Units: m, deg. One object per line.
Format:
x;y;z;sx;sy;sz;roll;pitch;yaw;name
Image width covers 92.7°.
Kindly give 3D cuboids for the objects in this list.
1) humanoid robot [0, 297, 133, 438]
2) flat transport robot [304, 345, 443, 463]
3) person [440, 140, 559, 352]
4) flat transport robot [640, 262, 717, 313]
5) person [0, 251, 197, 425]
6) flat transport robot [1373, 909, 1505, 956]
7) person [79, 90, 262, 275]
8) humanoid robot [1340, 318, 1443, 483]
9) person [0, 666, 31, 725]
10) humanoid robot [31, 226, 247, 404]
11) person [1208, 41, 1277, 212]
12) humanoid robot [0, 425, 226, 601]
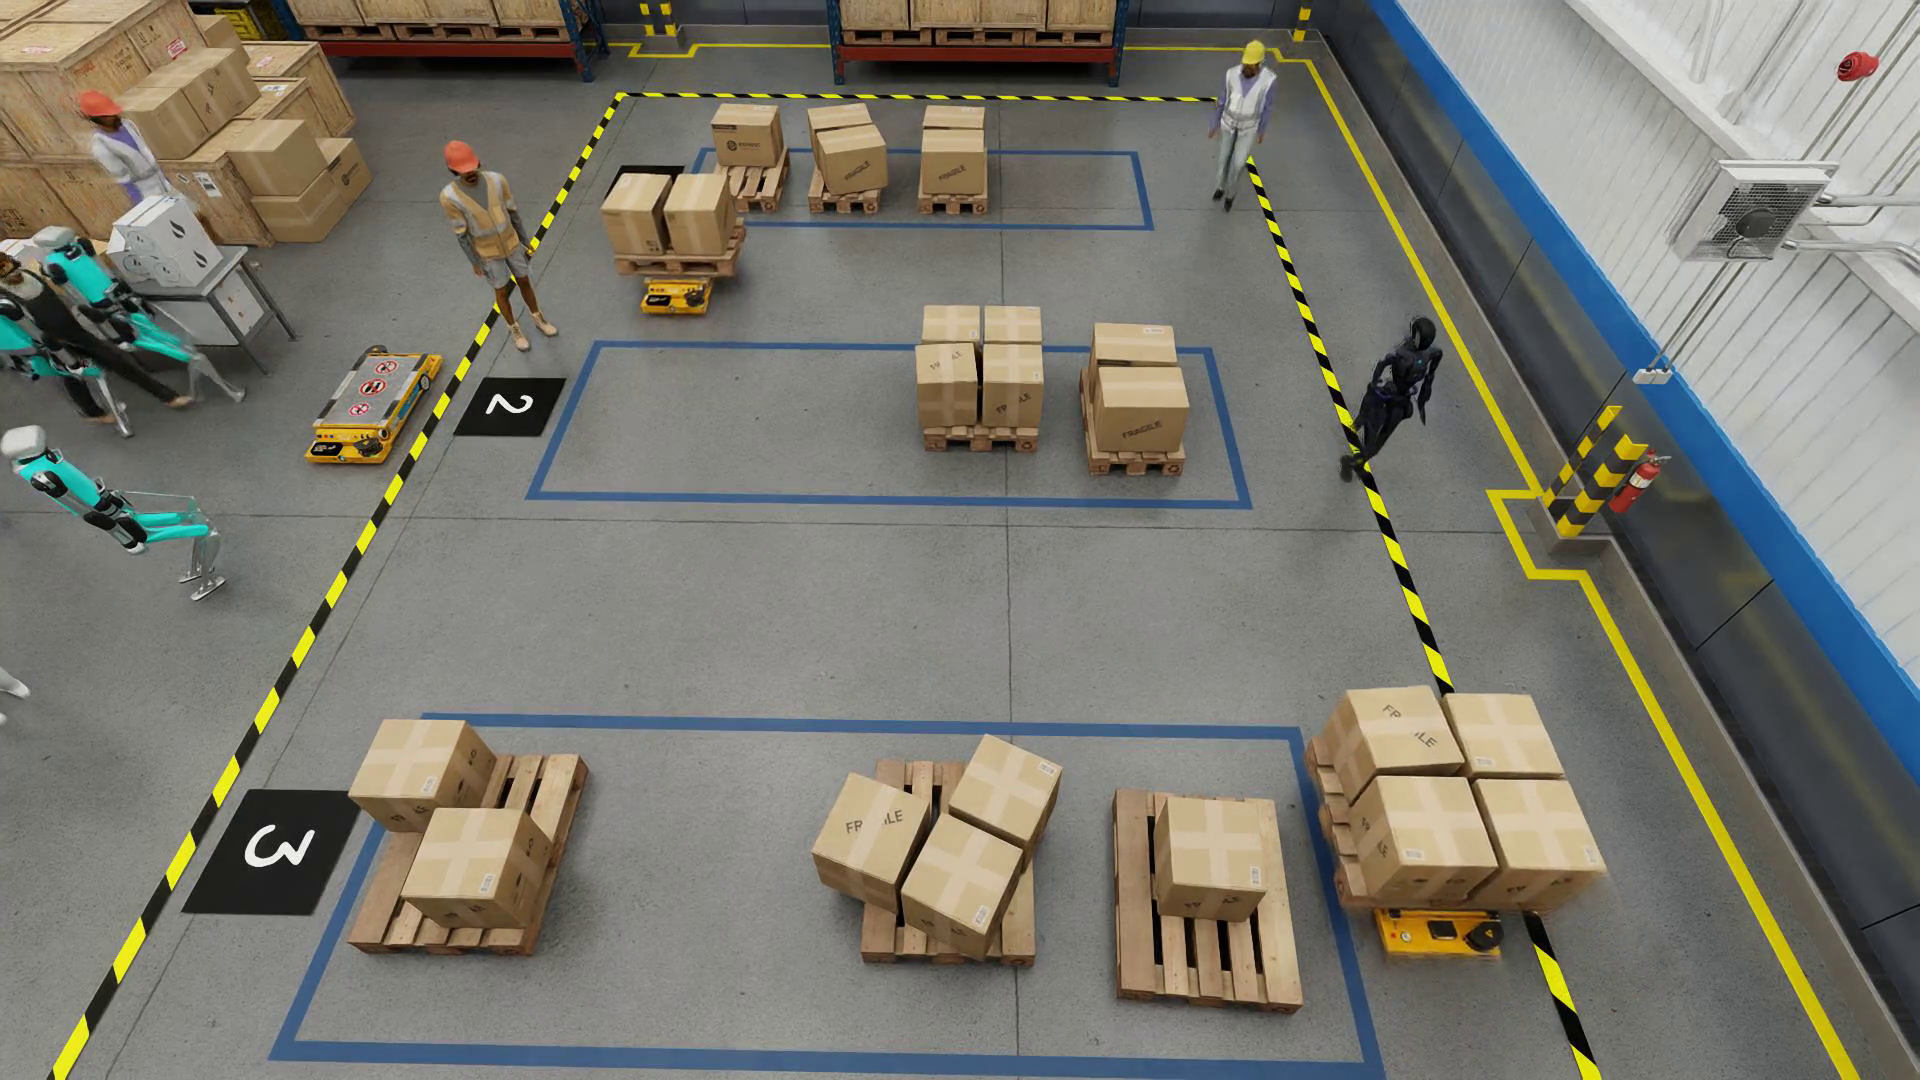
-7.656;-1.617;7.773;0.600;1.776;0.861;-3;50;-3;humanoid robot
-5.383;-1.269;8.441;0.659;0.231;1.431;1;50;1;flat transport robot
-4.264;-2.706;8.496;0.393;2.043;0.607;37;59;27;person
-2.942;-2.946;9.841;0.652;0.197;1.431;1;50;1;flat transport robot
-7.555;-1.686;7.803;0.966;1.779;0.505;3;50;2;person
2.845;1.842;5.790;0.652;0.197;1.431;1;50;1;flat transport robot
-7.946;-3.466;9.160;0.893;2.004;0.631;0;50;0;person
3.471;-1.082;7.362;0.601;1.649;0.375;-8;50;-6;humanoid robot
-6.837;0.598;5.813;0.310;1.868;0.528;6;50;5;person
-7.001;-1.895;8.028;0.960;1.792;0.545;0;50;0;humanoid robot
3.086;-4.588;10.238;0.619;1.808;0.636;20;53;16;person
-5.804;-0.238;6.519;0.735;1.676;0.533;-36;59;-26;humanoid robot
